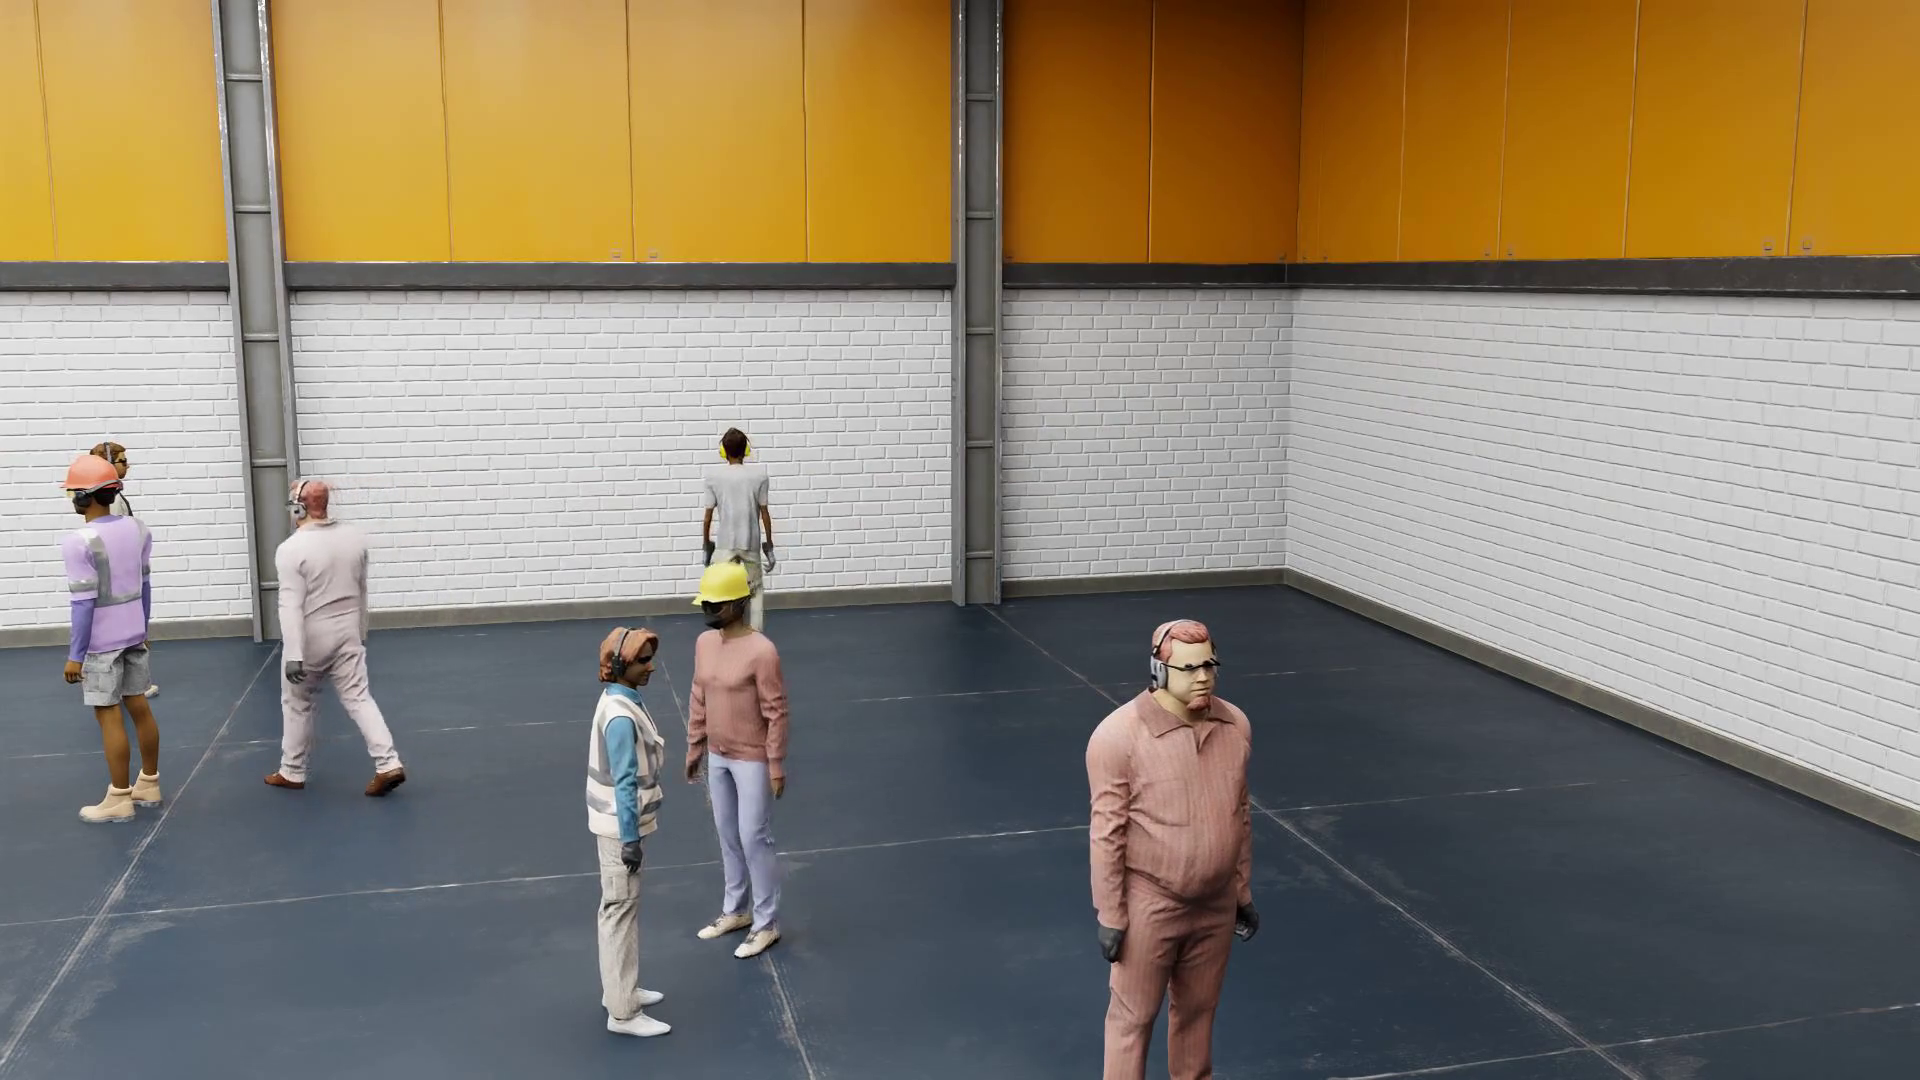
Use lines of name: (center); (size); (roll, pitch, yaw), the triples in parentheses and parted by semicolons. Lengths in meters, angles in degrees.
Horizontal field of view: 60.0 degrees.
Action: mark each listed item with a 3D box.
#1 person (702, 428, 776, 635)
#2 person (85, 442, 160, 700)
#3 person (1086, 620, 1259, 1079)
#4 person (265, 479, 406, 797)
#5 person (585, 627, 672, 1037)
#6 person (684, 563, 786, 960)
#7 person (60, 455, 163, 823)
person: (-1.715, 0.057, 12.861); (0.571, 1.851, 0.534); (-1, 9, -6)
person: (-6.032, 0.218, 11.892); (0.345, 1.846, 0.507); (-9, 13, -43)
person: (0.733, 1.203, 5.546); (0.639, 1.910, 0.407); (-5, 10, -28)
person: (-3.652, 0.573, 9.639); (0.952, 1.867, 0.671); (5, 10, 28)
person: (-1.340, 1.156, 6.686); (0.315, 1.636, 0.515); (-2, 9, -12)
person: (-1.030, 0.979, 7.433); (0.562, 1.762, 0.410); (8, 12, 41)
person: (-4.732, 0.546, 9.224); (0.379, 2.045, 0.605); (2, 9, 11)
